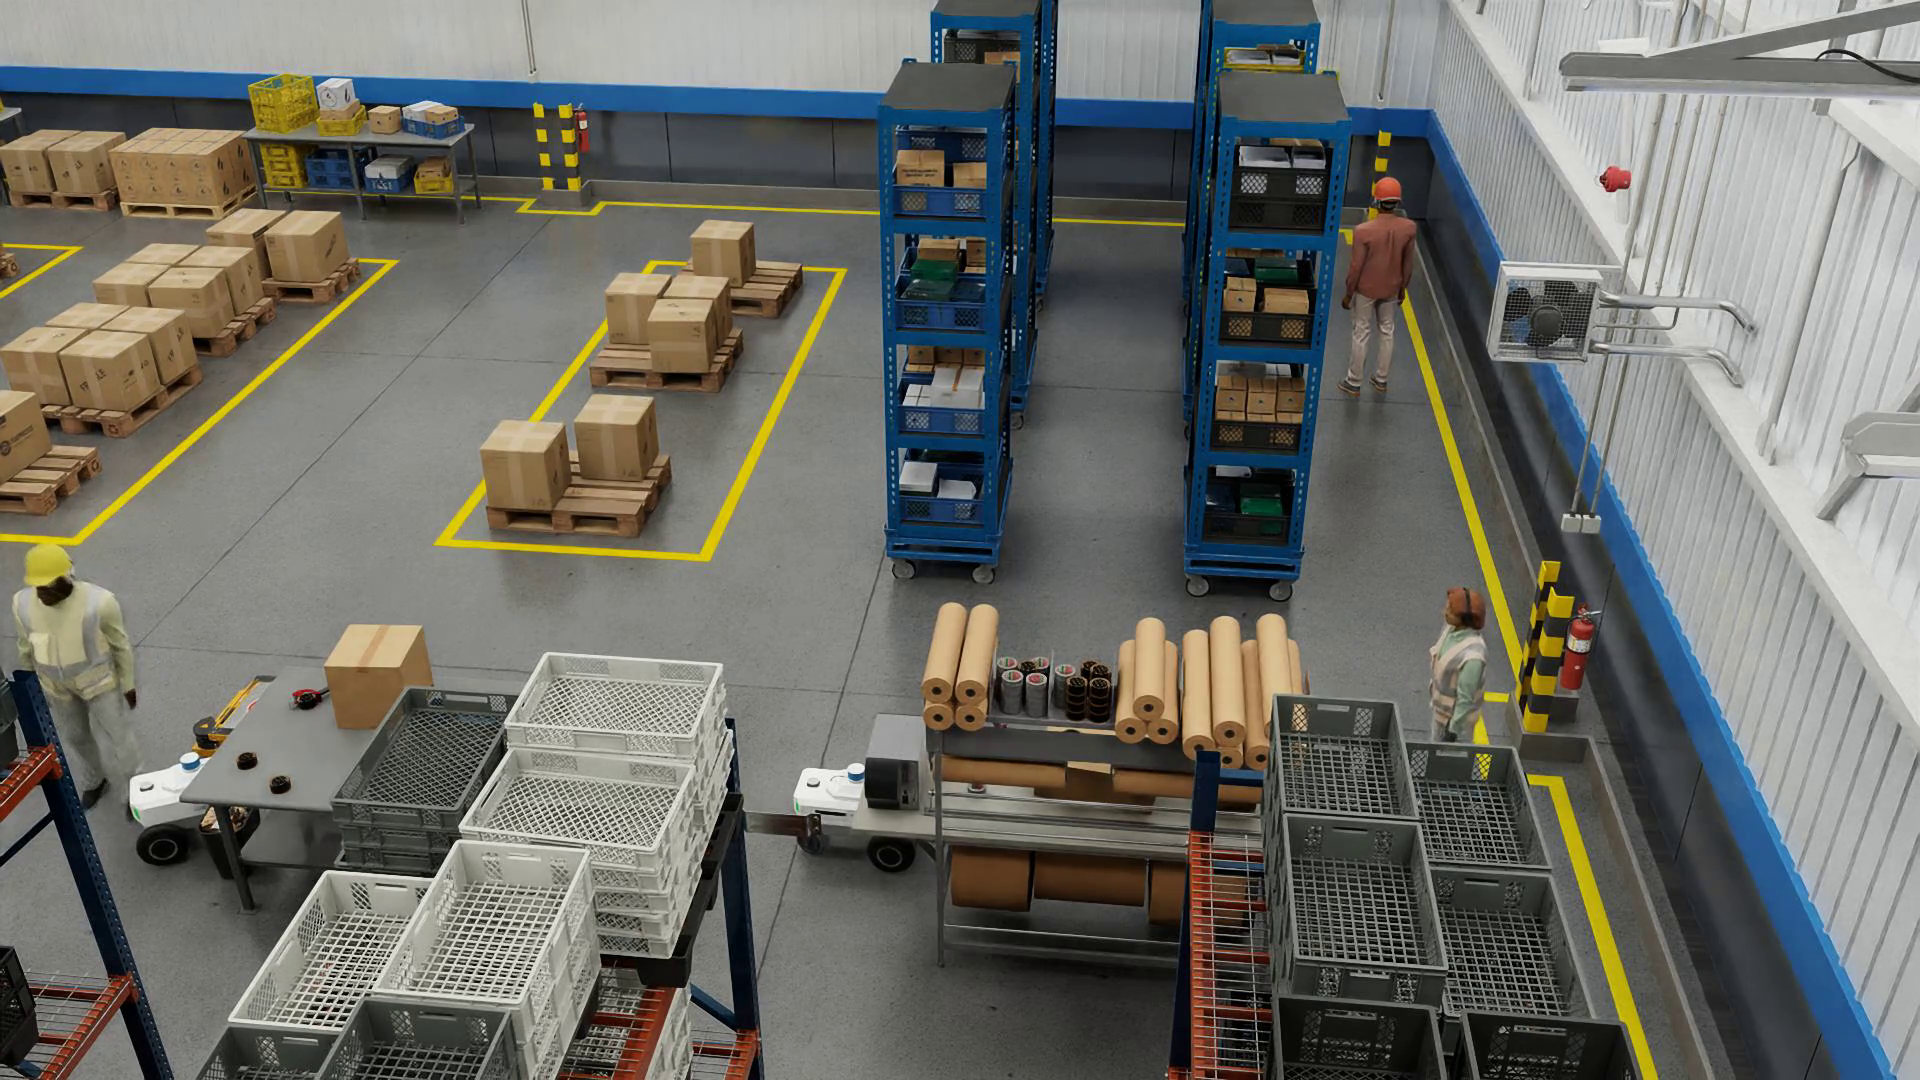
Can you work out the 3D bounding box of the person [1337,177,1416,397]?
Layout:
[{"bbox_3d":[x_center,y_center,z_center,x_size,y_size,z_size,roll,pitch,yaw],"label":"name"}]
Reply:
[{"bbox_3d":[3.700,-2.250,14.810,0.624,1.992,0.390,-8,31,-13],"label":"person"}]

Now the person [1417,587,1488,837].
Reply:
[{"bbox_3d":[2.843,0.987,9.607,0.316,1.633,0.527,0,30,-1],"label":"person"}]

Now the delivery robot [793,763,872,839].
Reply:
[{"bbox_3d":[-0.598,1.518,9.668,0.707,0.478,0.477,4,31,7],"label":"delivery robot"}]

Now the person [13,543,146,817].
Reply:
[{"bbox_3d":[-5.128,0.818,9.706,0.593,1.836,0.404,-3,30,-5],"label":"person"}]
